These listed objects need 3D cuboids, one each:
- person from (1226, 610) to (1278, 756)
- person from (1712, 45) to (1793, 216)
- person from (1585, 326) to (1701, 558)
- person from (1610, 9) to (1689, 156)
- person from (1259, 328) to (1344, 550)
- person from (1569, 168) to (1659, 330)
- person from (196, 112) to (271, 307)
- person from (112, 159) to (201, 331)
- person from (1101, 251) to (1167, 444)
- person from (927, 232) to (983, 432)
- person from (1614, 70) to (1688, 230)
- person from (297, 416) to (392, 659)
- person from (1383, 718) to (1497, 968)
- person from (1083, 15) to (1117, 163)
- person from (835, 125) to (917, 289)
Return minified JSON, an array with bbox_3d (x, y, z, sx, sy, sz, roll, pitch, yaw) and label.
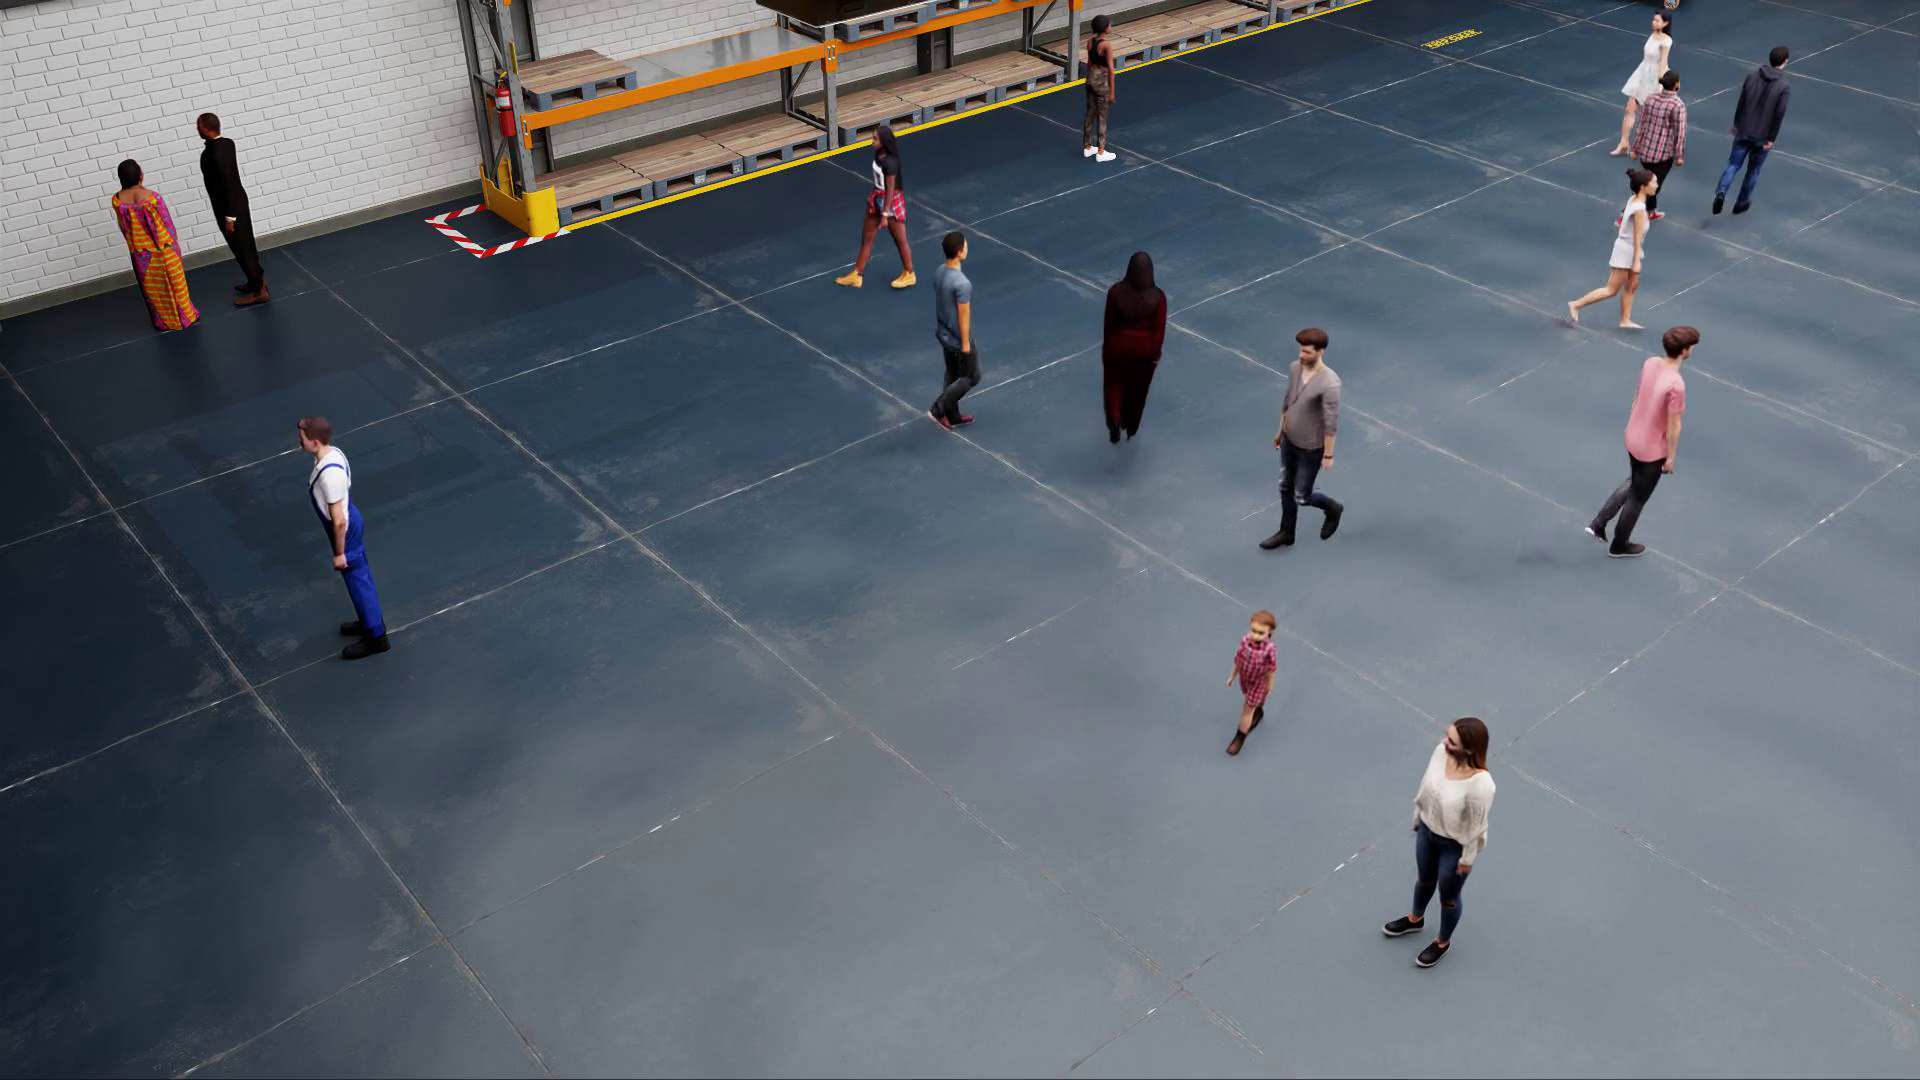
[{"bbox_3d":[1.936,0.863,10.845,0.501,1.007,0.756,24,41,32],"label":"person"},{"bbox_3d":[8.516,-4.363,17.925,0.756,1.874,1.040,28,43,35],"label":"person"},{"bbox_3d":[5.015,-0.697,12.340,0.884,1.950,0.819,-7,34,-10],"label":"person"},{"bbox_3d":[8.189,-5.327,19.494,1.175,1.741,0.996,-3,34,-4],"label":"person"},{"bbox_3d":[2.664,-0.750,12.479,0.978,1.885,0.823,-15,36,-21],"label":"person"},{"bbox_3d":[6.224,-2.709,15.699,0.947,1.583,0.982,9,35,13],"label":"person"},{"bbox_3d":[-7.093,-3.234,16.198,0.773,1.904,0.795,-8,34,-12],"label":"person"},{"bbox_3d":[-7.676,-2.835,15.796,0.764,1.686,0.837,-2,34,-3],"label":"person"},{"bbox_3d":[1.416,-1.527,13.771,0.889,1.749,0.952,5,34,7],"label":"person"},{"bbox_3d":[-0.111,-1.705,13.992,0.801,1.801,0.746,-15,36,-21],"label":"person"},{"bbox_3d":[7.347,-4.091,17.626,1.194,1.751,0.884,-14,36,-20],"label":"person"},{"bbox_3d":[-4.236,-0.044,11.448,0.696,1.851,0.704,-10,35,-14],"label":"person"},{"bbox_3d":[2.663,1.622,9.084,0.635,1.693,0.667,-15,36,-21],"label":"person"},{"bbox_3d":[1.627,-5.314,19.513,0.529,1.700,0.572,-23,40,-31],"label":"person"},{"bbox_3d":[-0.633,-3.269,16.440,1.113,1.695,0.796,-15,36,-21],"label":"person"}]
